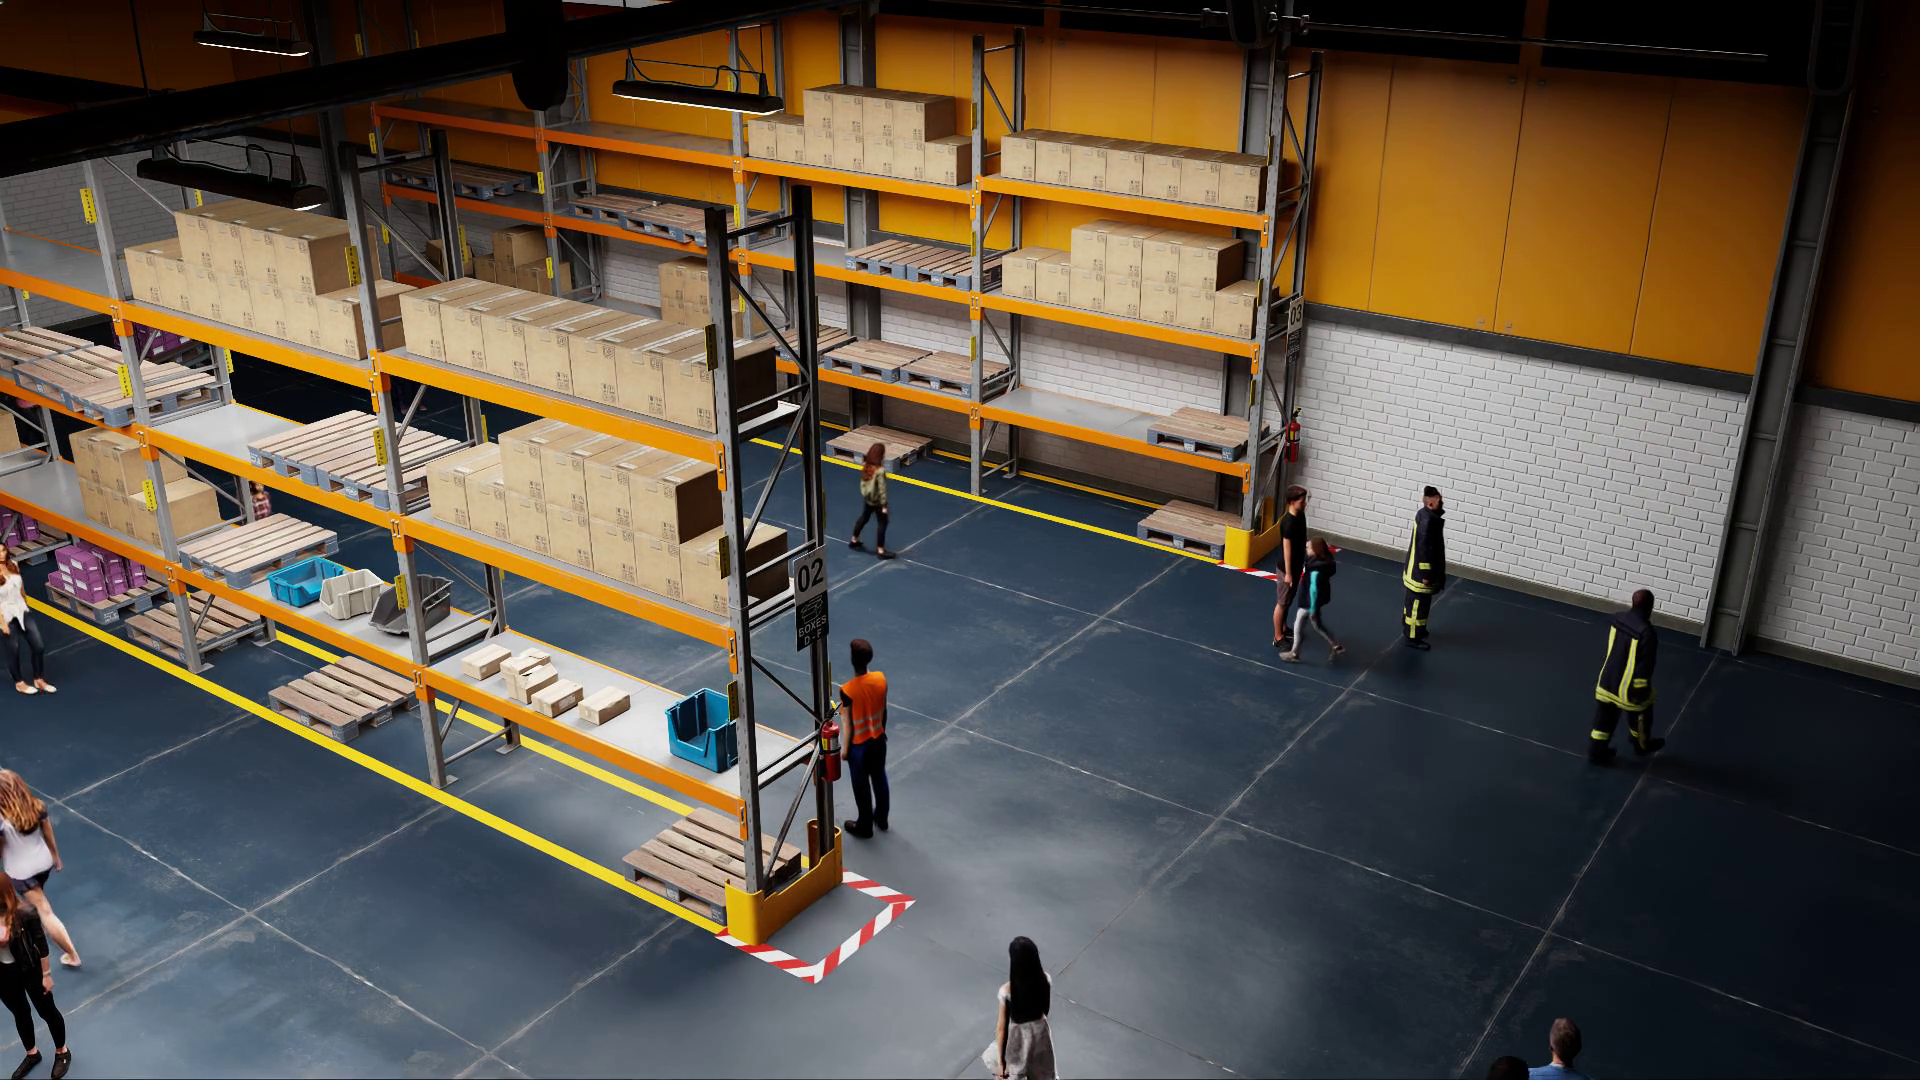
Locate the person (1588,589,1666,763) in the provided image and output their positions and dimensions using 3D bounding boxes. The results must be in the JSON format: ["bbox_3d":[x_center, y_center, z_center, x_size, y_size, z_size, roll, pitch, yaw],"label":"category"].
[{"bbox_3d":[6.285,1.320,15.839,1.130,1.798,1.132,-10,25,-21],"label":"person"}]

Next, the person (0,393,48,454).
[{"bbox_3d":[-12.807,-1.887,23.013,1.105,1.927,0.838,6,24,14],"label":"person"}]

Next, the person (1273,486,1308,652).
[{"bbox_3d":[3.603,0.273,18.152,0.658,1.862,0.715,9,25,21],"label":"person"}]

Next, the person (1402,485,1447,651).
[{"bbox_3d":[5.079,0.257,18.190,0.839,1.862,0.861,5,24,12],"label":"person"}]

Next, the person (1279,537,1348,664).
[{"bbox_3d":[3.829,0.654,17.760,0.987,1.478,0.709,8,25,19],"label":"person"}]

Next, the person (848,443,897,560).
[{"bbox_3d":[-1.036,-0.491,20.395,0.923,1.466,0.750,-15,27,-30],"label":"person"}]

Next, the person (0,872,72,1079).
[{"bbox_3d":[-6.710,3.087,11.905,0.646,1.710,0.736,-1,24,-1],"label":"person"}]

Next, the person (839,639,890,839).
[{"bbox_3d":[-0.836,1.754,14.735,0.731,1.886,0.701,-21,31,-39],"label":"person"}]

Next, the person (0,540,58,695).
[{"bbox_3d":[-9.808,0.788,17.090,0.761,1.771,0.711,8,25,18],"label":"person"}]

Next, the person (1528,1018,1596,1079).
[{"bbox_3d":[3.606,3.796,10.198,1.191,1.778,1.031,4,24,10],"label":"person"}]

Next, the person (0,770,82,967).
[{"bbox_3d":[-7.224,2.622,13.017,1.100,1.671,0.676,12,26,26],"label":"person"}]

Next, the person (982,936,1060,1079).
[{"bbox_3d":[0.471,3.458,11.003,0.868,1.754,0.958,-6,24,-14],"label":"person"}]
